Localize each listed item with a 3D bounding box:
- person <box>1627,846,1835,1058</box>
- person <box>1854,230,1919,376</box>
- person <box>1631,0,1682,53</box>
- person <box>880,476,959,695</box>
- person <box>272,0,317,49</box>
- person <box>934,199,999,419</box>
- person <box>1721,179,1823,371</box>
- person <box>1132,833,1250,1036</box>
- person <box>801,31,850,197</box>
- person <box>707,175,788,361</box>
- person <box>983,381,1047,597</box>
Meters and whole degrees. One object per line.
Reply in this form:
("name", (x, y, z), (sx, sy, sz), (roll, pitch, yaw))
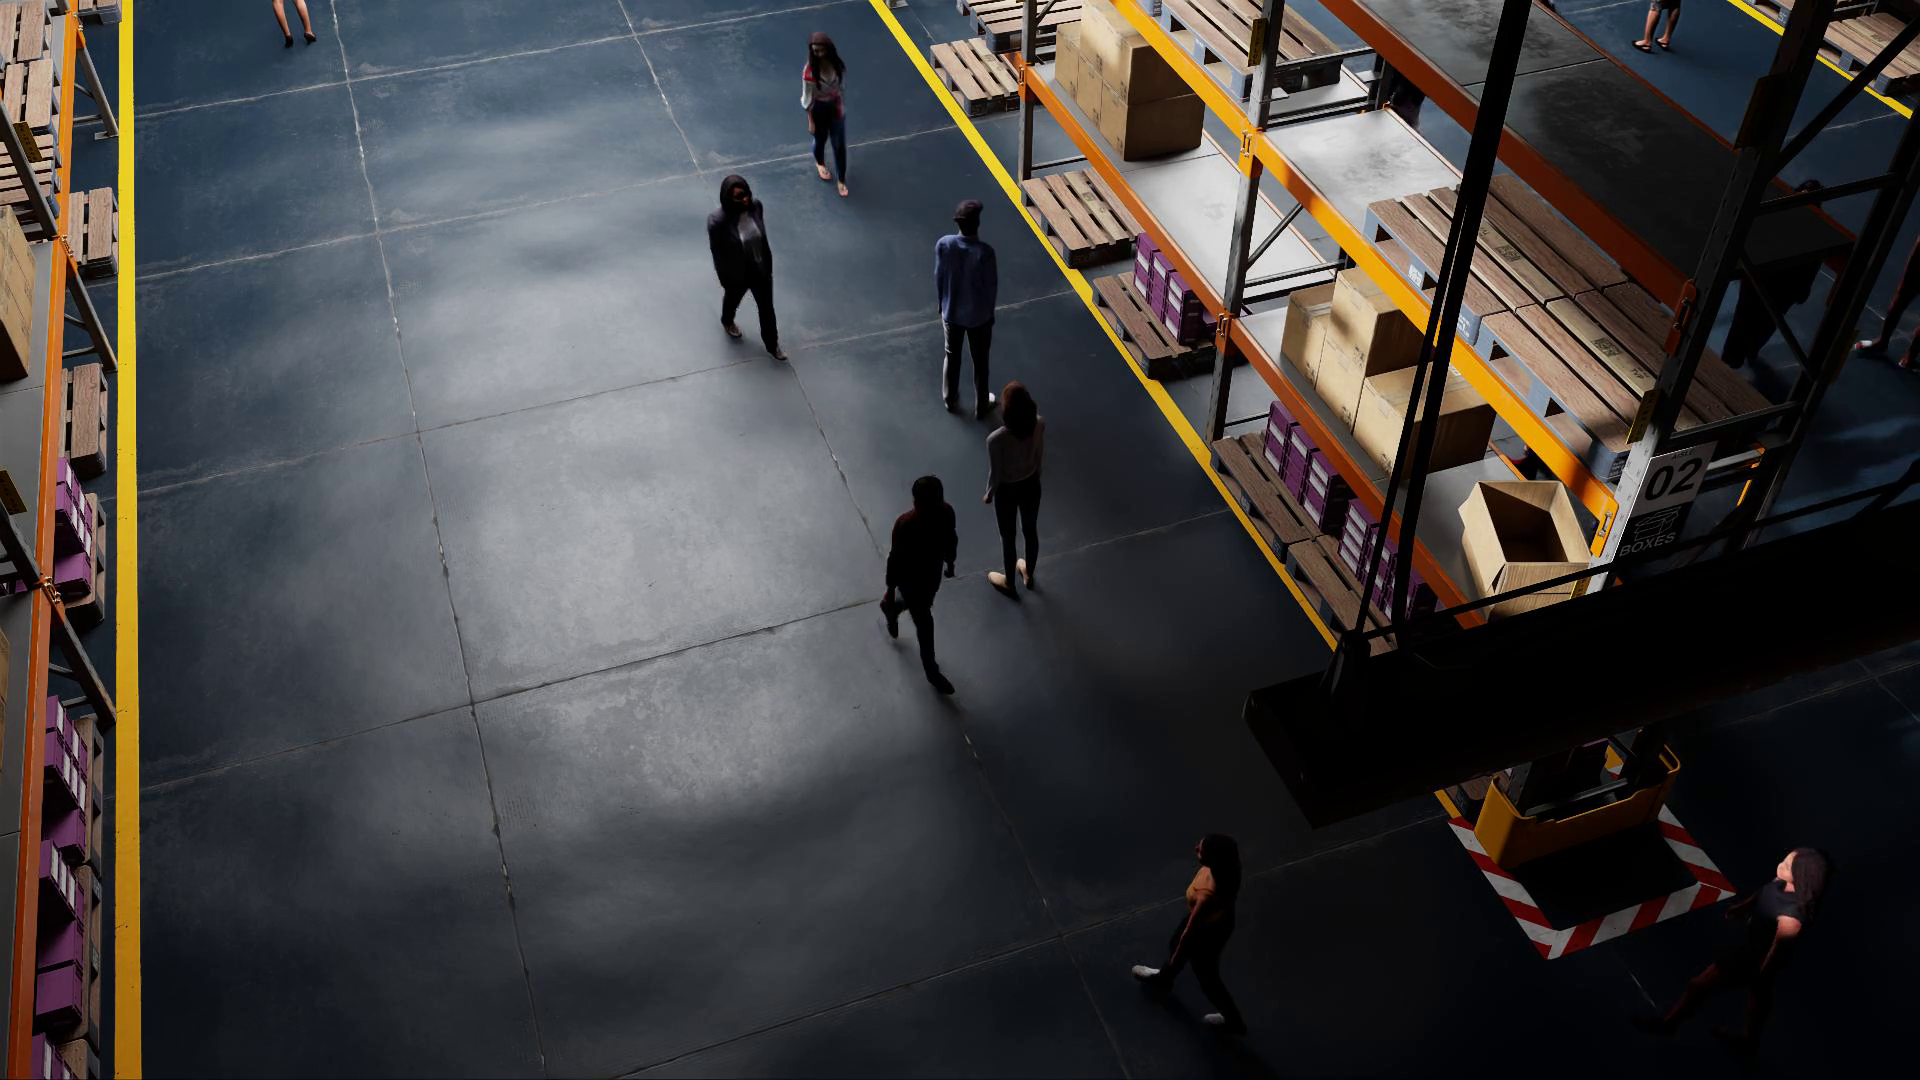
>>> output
("person", (4.266, 2.194, 8.678), (1.022, 1.713, 0.937), (22, 48, 22))
("person", (7.763, -2.059, 13.140), (0.786, 1.715, 0.855), (8, 44, 8))
("person", (7.371, -5.862, 17.142), (0.552, 1.700, 0.495), (-12, 45, -13))
("person", (-0.322, 0.186, 10.766), (0.908, 1.739, 1.188), (-28, 50, -26))
("person", (-7.060, -5.923, 17.224), (0.565, 1.677, 0.487), (-10, 44, -10))
("person", (0.053, -1.756, 12.698), (0.737, 1.885, 0.781), (14, 45, 15))
("person", (6.485, -2.123, 13.193), (0.952, 1.734, 1.026), (14, 45, 15))
("person", (1.368, 2.122, 8.831), (1.047, 1.604, 0.952), (21, 47, 21))
("person", (-1.242, -3.973, 15.251), (0.598, 1.574, 0.861), (-19, 47, -19))
("person", (-1.785, -2.232, 13.433), (0.883, 1.562, 1.116), (-30, 51, -28))
("person", (0.384, -0.340, 11.278), (0.624, 1.794, 0.566), (-22, 48, -22))
